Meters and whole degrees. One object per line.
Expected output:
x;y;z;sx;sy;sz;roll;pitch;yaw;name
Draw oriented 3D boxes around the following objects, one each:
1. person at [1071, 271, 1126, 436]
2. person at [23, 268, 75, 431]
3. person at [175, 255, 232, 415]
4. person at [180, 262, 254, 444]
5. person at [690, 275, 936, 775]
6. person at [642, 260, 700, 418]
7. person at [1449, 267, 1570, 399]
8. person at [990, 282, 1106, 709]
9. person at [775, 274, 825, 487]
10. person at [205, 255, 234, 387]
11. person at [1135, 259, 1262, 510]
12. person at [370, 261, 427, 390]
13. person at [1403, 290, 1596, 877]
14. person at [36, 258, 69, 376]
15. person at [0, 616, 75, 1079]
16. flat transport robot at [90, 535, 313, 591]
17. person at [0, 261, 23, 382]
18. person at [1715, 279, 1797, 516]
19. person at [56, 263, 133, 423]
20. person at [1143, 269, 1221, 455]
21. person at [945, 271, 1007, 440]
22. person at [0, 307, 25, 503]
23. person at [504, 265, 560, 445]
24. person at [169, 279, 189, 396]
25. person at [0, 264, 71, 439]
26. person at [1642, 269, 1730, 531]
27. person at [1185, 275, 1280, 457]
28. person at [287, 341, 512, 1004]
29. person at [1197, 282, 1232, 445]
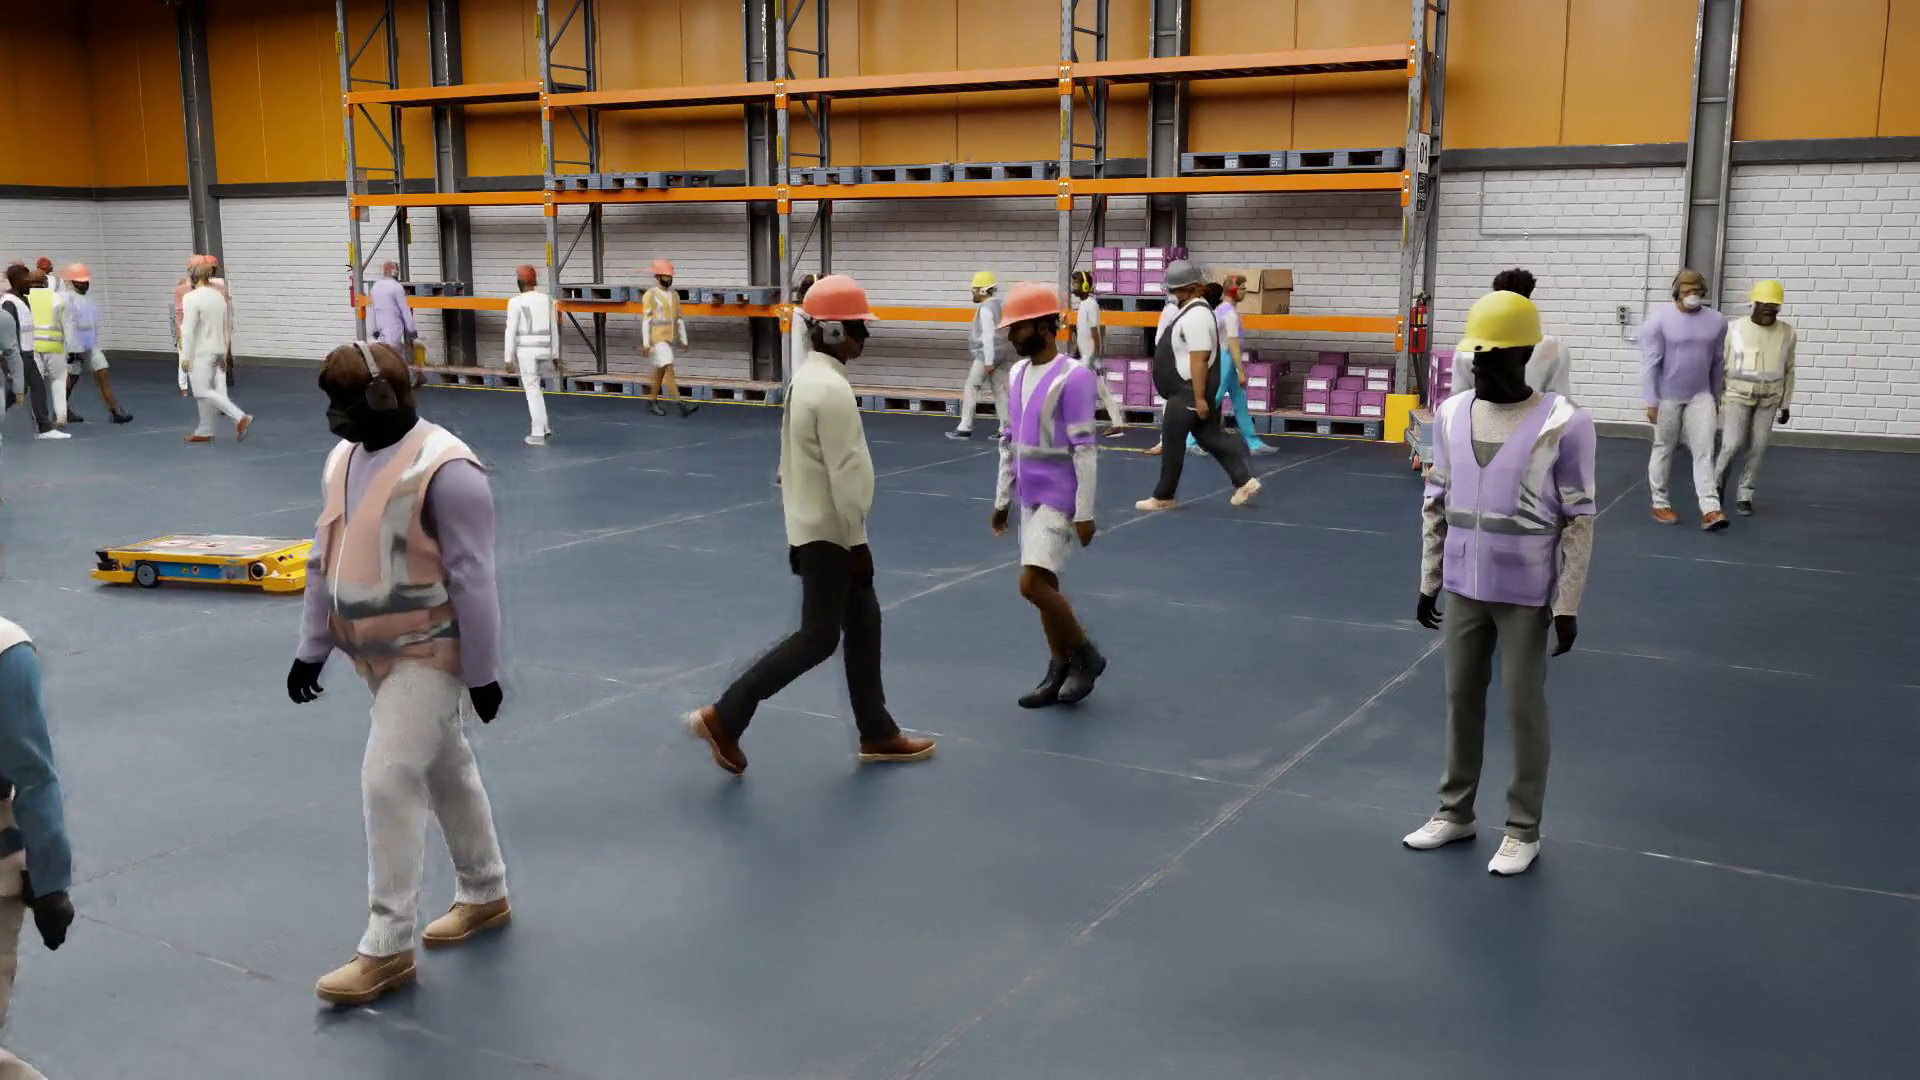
1.335;-1.998;17.994;1.032;1.799;0.558;0;10;-1;person
-10.373;-2.148;18.792;0.659;1.816;0.617;-5;11;-27;person
-9.269;-2.505;20.427;0.644;1.945;0.981;-5;11;-28;person
-7.755;-1.923;17.254;0.783;1.915;0.641;1;10;3;person
-0.575;-0.040;6.457;0.913;1.969;0.610;-2;10;-9;person
-3.492;-2.417;20.100;0.957;1.888;0.569;6;12;32;person
2.917;-0.468;8.874;0.629;1.955;0.427;4;11;24;person
0.364;-0.184;7.400;0.418;1.914;0.546;-5;11;-28;person
-1.185;-1.368;14.347;0.942;1.821;0.564;-4;11;-19;person
-11.035;-3.235;24.606;0.355;1.939;0.544;9;13;42;person
1.910;-1.236;12.992;0.939;2.000;0.761;2;10;11;person
-7.959;-3.007;23.541;0.671;1.854;0.988;9;13;41;person
1.768;0.146;5.498;0.385;1.922;0.594;-9;13;-40;person
-14.601;-3.570;26.653;0.584;1.882;0.337;-5;11;-28;person
-2.003;0.691;3.249;0.512;1.629;0.362;4;11;20;person
-4.543;0.127;10.286;1.431;0.197;0.652;2;10;14;flat transport robot
-14.373;-3.328;25.408;0.633;1.845;1.041;1;10;4;person
6.099;-1.089;12.798;0.600;1.812;0.463;1;10;6;person
-10.218;-2.275;19.371;1.018;1.876;0.563;2;10;12;person
2.239;-1.788;16.598;0.788;1.878;0.661;-1;10;-7;person
0.203;-1.956;17.757;0.826;1.796;0.605;3;10;17;person
-7.718;-1.178;13.081;0.655;1.890;0.991;-7;12;-35;person
-4.496;-1.924;17.365;0.453;1.868;0.611;7;12;34;person
-10.691;-2.811;23.090;0.494;1.624;0.279;-10;14;-43;person
-10.121;-2.000;17.784;0.862;1.885;0.600;-3;11;-18;person
5.310;-1.003;12.094;0.636;1.892;0.958;0;10;0;person
2.639;-1.695;16.304;0.994;1.793;0.583;1;10;3;person
-1.638;0.349;4.702;0.641;1.796;0.858;9;13;40;person
2.591;-1.801;17.166;0.318;1.697;0.533;-8;13;-40;person
